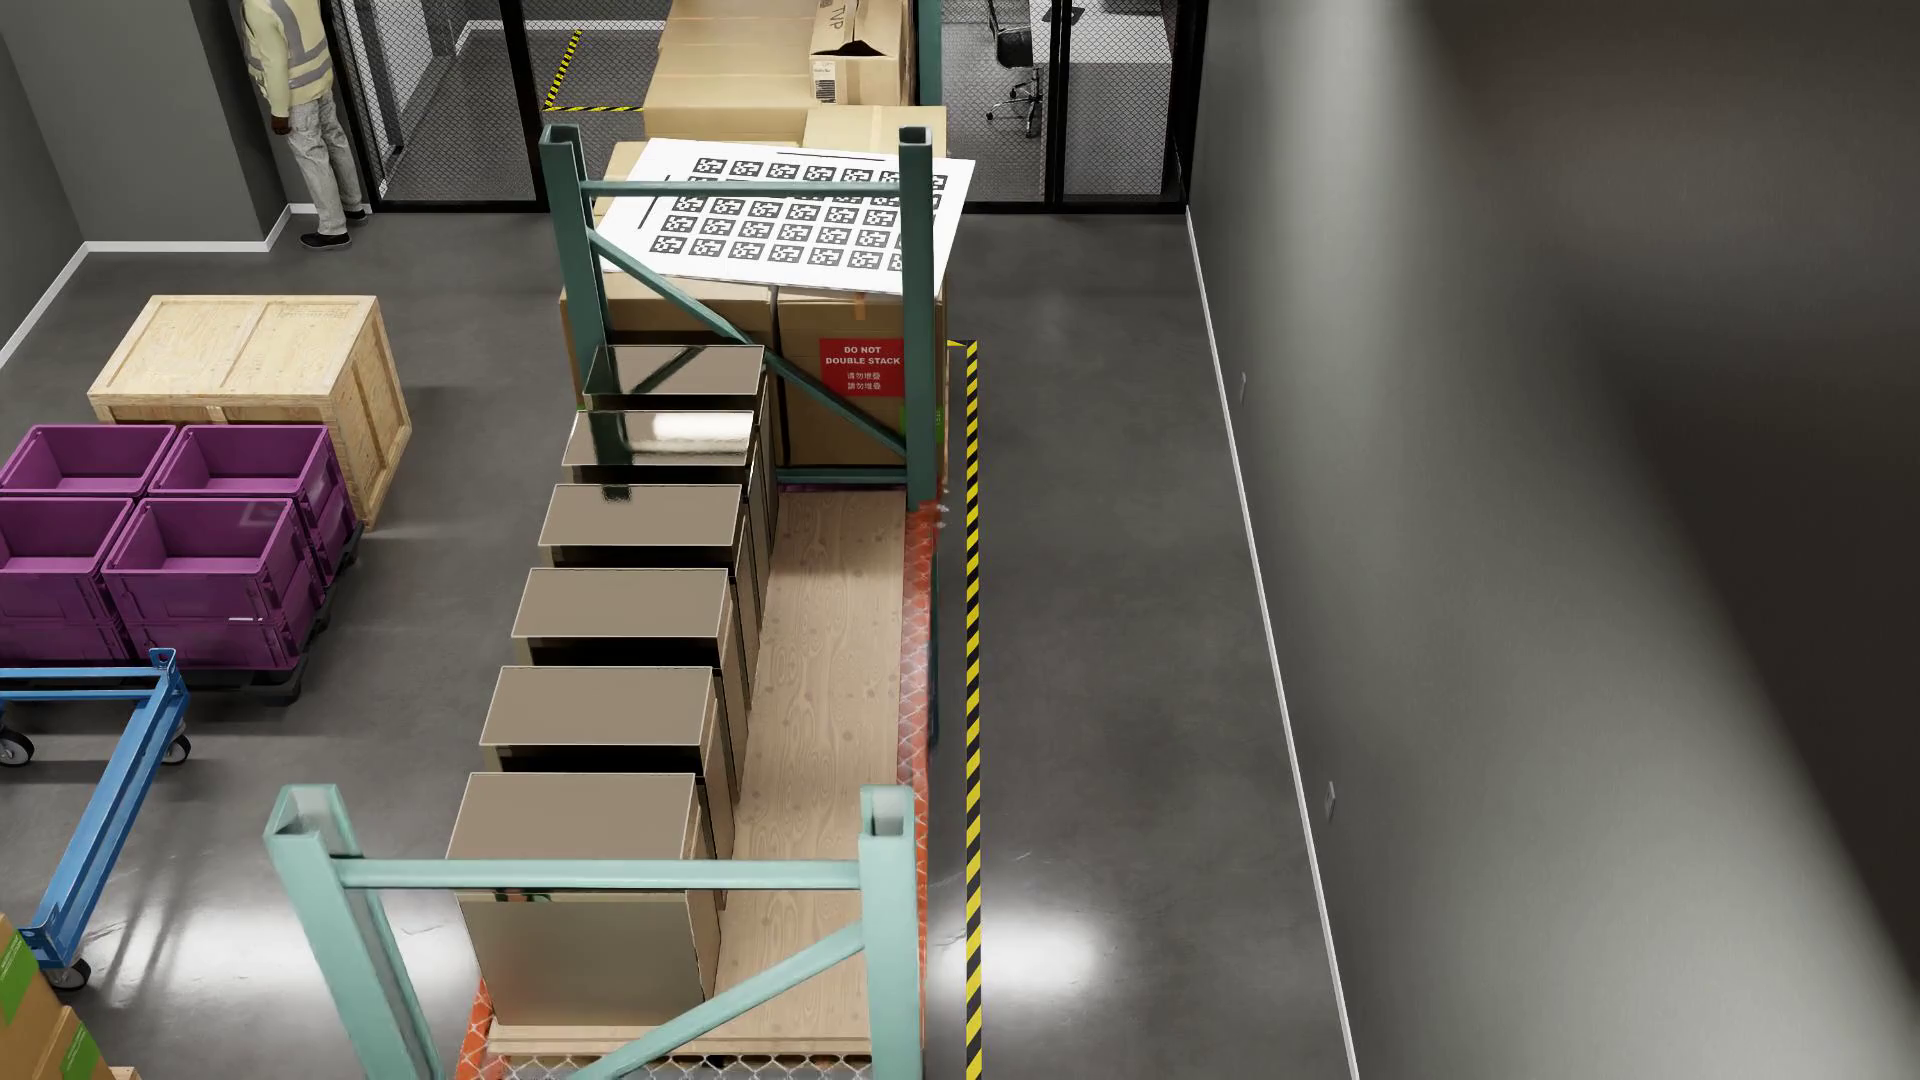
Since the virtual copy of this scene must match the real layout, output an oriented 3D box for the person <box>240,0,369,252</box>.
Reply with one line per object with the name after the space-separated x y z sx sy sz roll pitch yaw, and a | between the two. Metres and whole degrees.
-3.478 -2.394 8.702 0.404 1.831 0.600 5 41 5 | person
